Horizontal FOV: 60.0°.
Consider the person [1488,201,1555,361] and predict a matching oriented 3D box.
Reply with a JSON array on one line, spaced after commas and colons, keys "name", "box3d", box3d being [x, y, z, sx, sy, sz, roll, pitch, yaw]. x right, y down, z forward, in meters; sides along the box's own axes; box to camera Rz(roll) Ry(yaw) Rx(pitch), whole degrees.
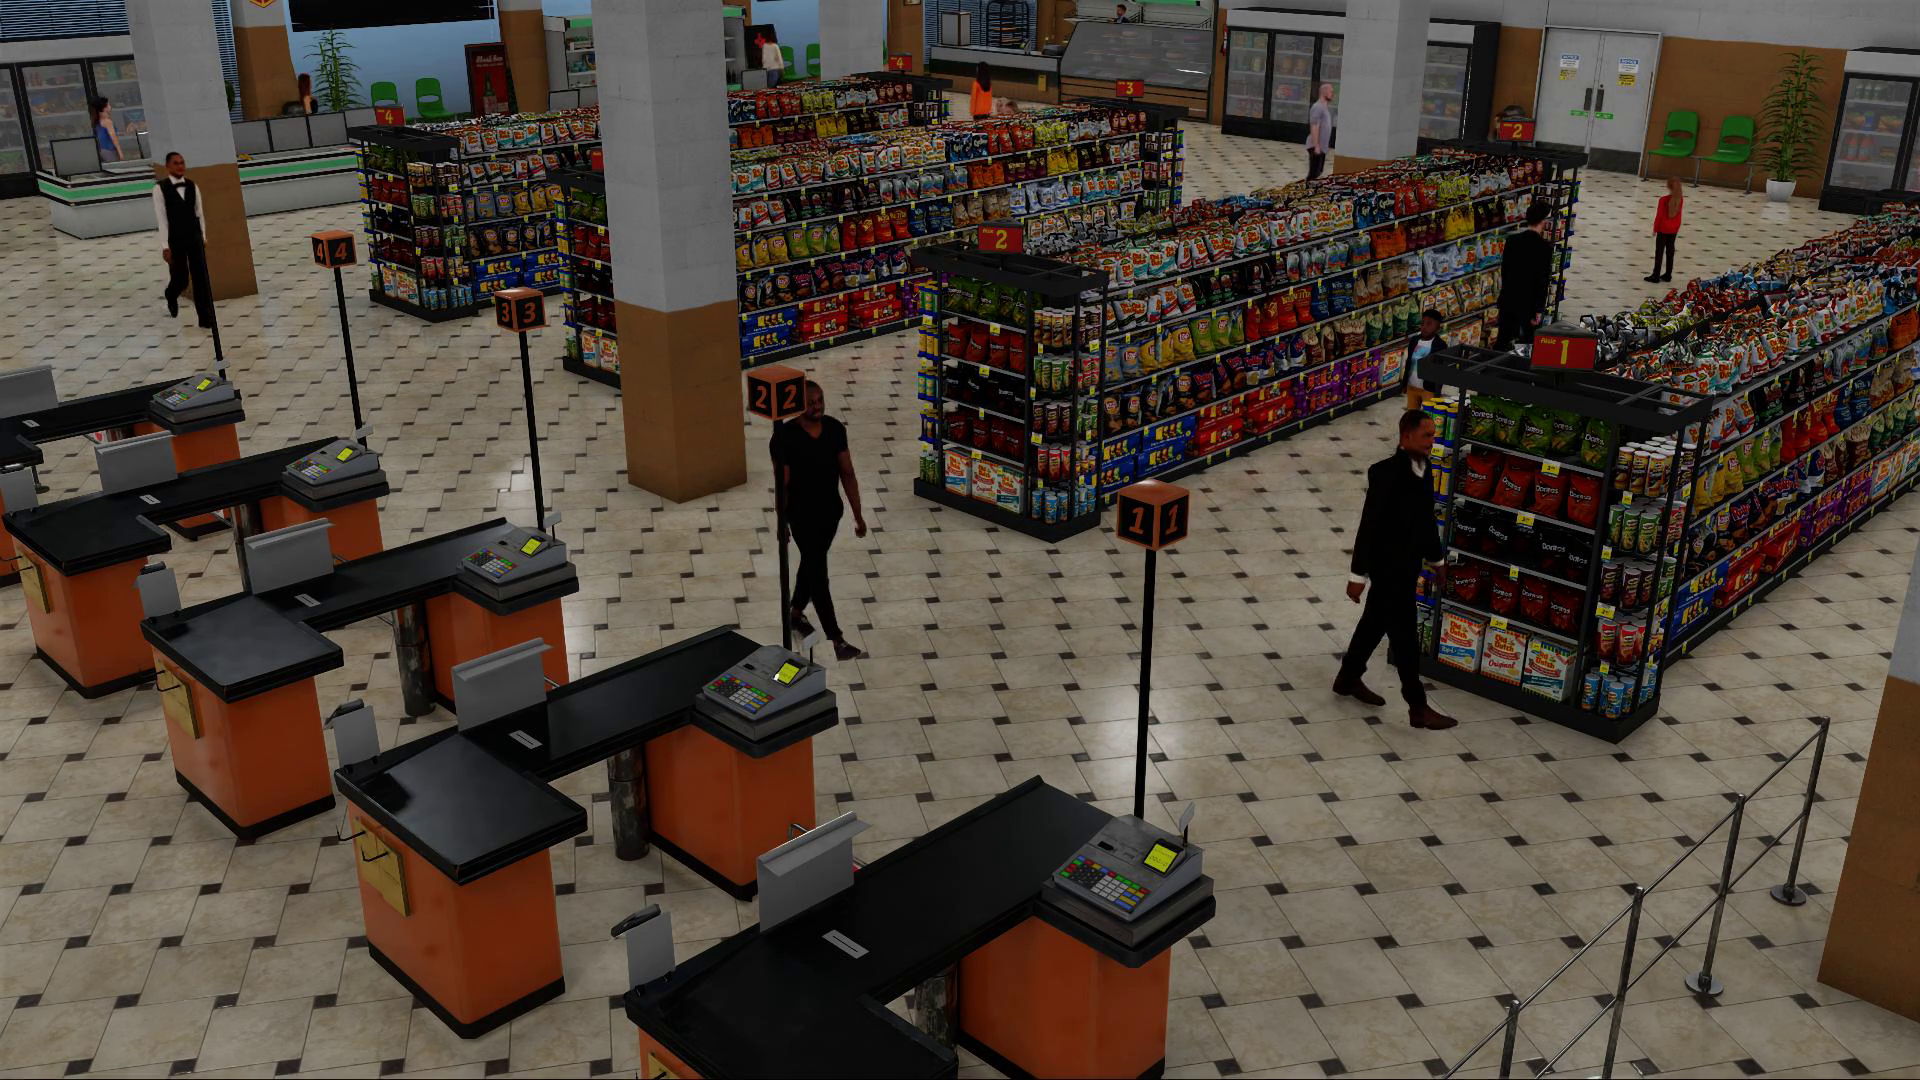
[{"name": "person", "box3d": [5.194, -2.202, 15.572, 0.691, 1.859, 1.166, 19, 29, 39]}]

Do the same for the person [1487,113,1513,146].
[{"name": "person", "box3d": [7.379, -4.947, 22.679, 1.187, 1.655, 0.835, -12, 25, -27]}]

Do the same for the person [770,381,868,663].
[{"name": "person", "box3d": [-0.972, -0.152, 10.581, 1.135, 1.777, 0.860, -16, 27, -34]}]

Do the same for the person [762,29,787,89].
[{"name": "person", "box3d": [-3.980, -9.758, 34.636, 0.656, 1.667, 0.704, 18, 28, 37]}]

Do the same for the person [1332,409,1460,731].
[{"name": "person", "box3d": [2.452, 0.136, 9.735, 0.802, 1.875, 1.041, 20, 29, 41]}]

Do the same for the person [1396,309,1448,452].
[{"name": "person", "box3d": [3.984, -1.367, 14.284, 0.535, 1.272, 0.553, 16, 27, 34]}]

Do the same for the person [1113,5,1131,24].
[{"name": "person", "box3d": [3.712, -11.420, 38.505, 0.630, 1.867, 0.559, 20, 29, 40]}]

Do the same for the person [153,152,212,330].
[{"name": "person", "box3d": [-8.520, -3.260, 18.156, 0.733, 1.897, 1.007, 20, 29, 40]}]

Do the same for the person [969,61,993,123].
[{"name": "person", "box3d": [0.417, -7.187, 28.154, 0.794, 1.730, 0.993, 15, 26, 33]}]

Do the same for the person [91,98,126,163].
[{"name": "person", "box3d": [-12.719, -5.749, 24.750, 0.589, 1.598, 0.591, 19, 29, 40]}]

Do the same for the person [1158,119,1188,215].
[{"name": "person", "box3d": [2.824, -4.978, 22.718, 0.762, 1.683, 0.848, -3, 22, -7]}]

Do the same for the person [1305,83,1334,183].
[{"name": "person", "box3d": [5.273, -5.820, 24.621, 0.820, 1.827, 0.677, 8, 23, 19]}]

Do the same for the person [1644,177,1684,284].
[{"name": "person", "box3d": [8.628, -3.787, 20.293, 0.554, 1.281, 0.637, -6, 23, -14]}]
